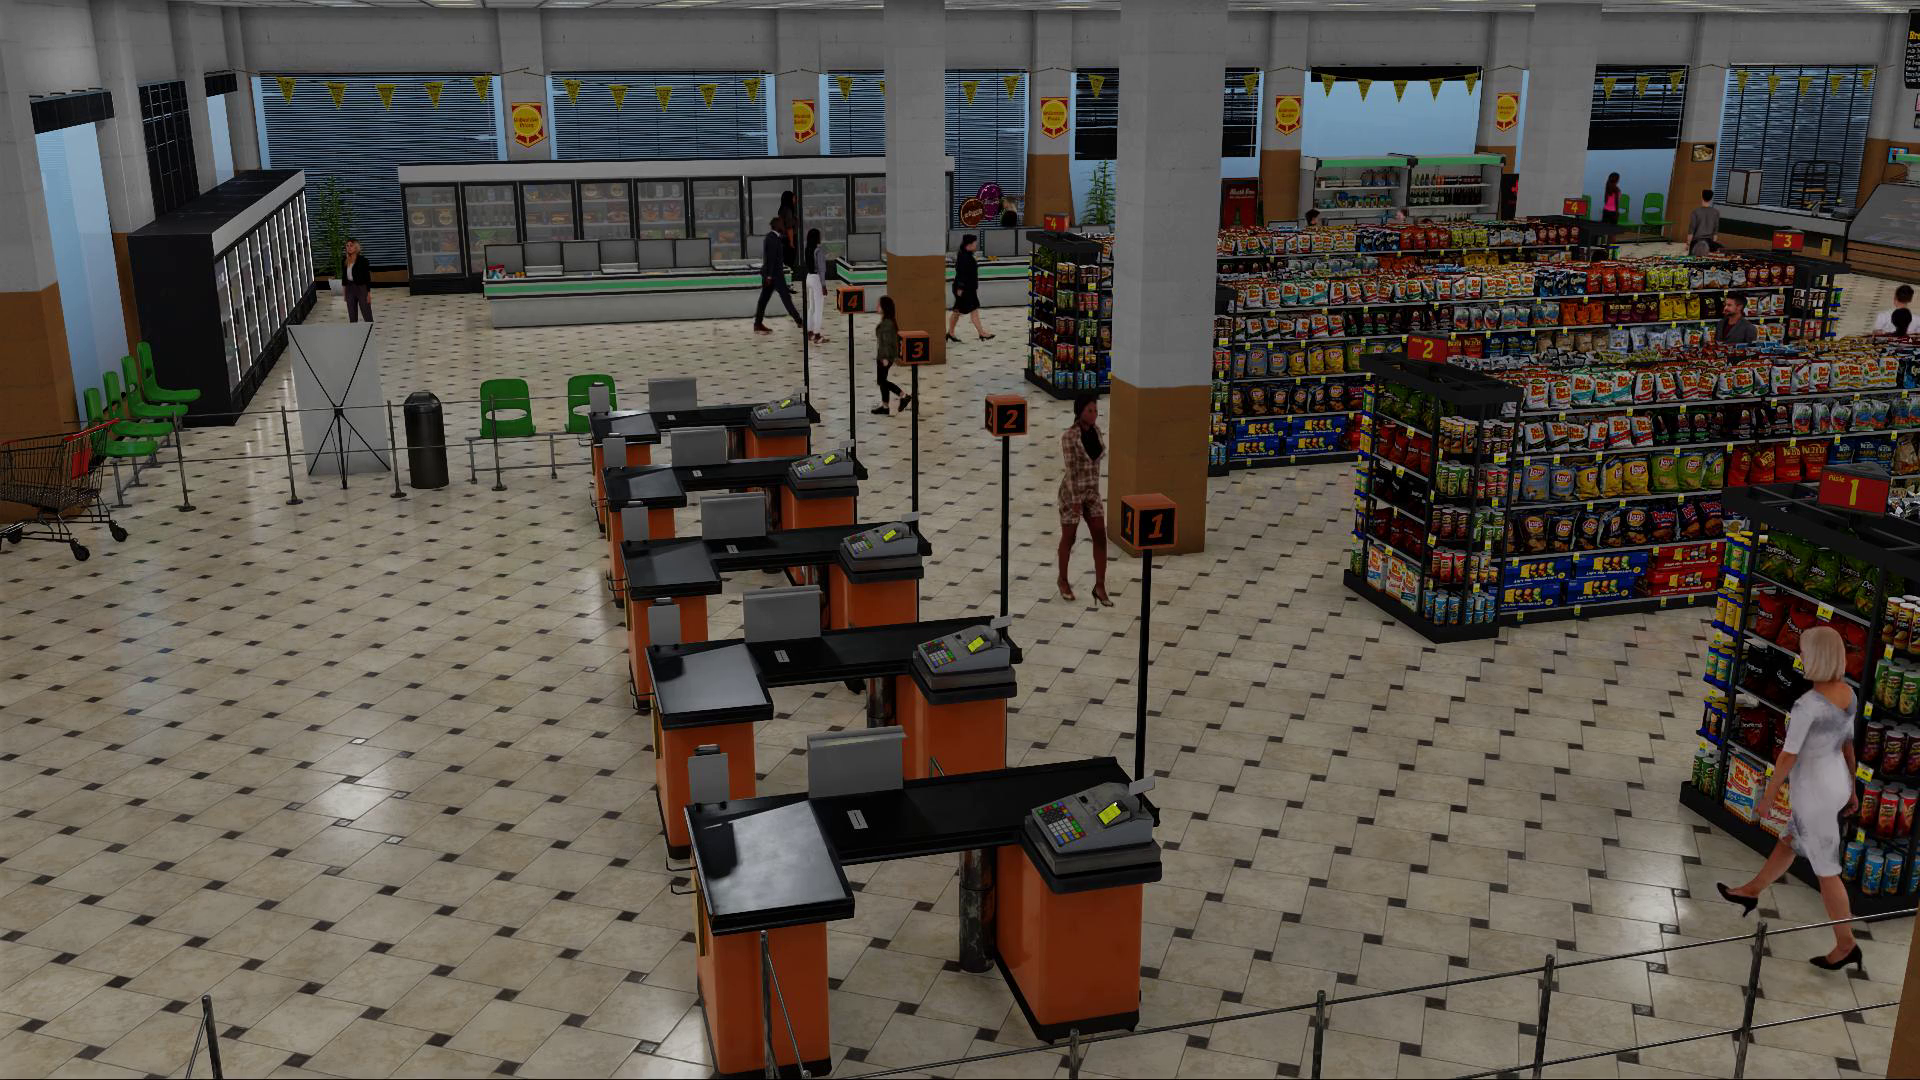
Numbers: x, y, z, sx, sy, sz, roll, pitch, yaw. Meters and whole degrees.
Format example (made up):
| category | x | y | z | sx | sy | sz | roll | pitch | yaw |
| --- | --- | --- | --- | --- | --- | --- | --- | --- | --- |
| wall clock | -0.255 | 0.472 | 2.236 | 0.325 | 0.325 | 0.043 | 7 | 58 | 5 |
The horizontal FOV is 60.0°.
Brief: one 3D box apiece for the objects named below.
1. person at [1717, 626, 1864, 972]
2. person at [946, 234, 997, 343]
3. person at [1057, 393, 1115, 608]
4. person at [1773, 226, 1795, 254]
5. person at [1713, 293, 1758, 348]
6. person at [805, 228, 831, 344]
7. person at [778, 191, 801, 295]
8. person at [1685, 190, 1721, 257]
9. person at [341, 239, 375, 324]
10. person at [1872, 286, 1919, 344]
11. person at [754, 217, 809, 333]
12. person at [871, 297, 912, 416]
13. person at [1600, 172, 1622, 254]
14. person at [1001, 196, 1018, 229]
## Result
| category | x | y | z | sx | sy | sz | roll | pitch | yaw |
| --- | --- | --- | --- | --- | --- | --- | --- | --- | --- |
| person | 4.339 | 1.327 | 8.278 | 1.109 | 1.691 | 0.948 | -12 | 21 | -34 |
| person | -0.017 | -3.774 | 25.167 | 1.137 | 1.639 | 0.952 | 2 | 17 | 8 |
| person | 0.918 | -0.333 | 13.615 | 0.870 | 1.768 | 0.802 | -11 | 20 | -31 |
| person | 12.311 | -3.821 | 25.039 | 0.644 | 1.804 | 0.707 | 1 | 17 | 3 |
| person | 8.384 | -1.771 | 18.172 | 0.630 | 1.872 | 0.723 | -7 | 18 | -22 |
| person | -2.210 | -3.897 | 25.433 | 0.582 | 1.721 | 0.640 | -9 | 19 | -27 |
| person | -3.143 | -5.417 | 30.235 | 0.626 | 1.838 | 0.664 | -7 | 18 | -21 |
| person | 13.245 | -5.287 | 29.693 | 0.641 | 1.904 | 0.811 | 1 | 17 | 3 |
| person | -8.902 | -3.618 | 24.597 | 0.581 | 1.672 | 0.721 | 2 | 17 | 6 |
| person | 10.494 | -1.905 | 18.718 | 1.171 | 1.810 | 0.902 | -2 | 17 | -7 |
| person | -3.011 | -4.119 | 26.058 | 1.162 | 1.781 | 0.689 | -4 | 17 | -12 |
| person | -0.848 | -2.242 | 20.424 | 0.758 | 1.464 | 0.644 | -2 | 17 | -6 |
| person | 13.948 | -7.034 | 35.749 | 0.655 | 1.728 | 0.595 | -6 | 18 | -19 |
| person | 1.006 | -5.511 | 30.832 | 0.714 | 1.671 | 0.666 | -2 | 17 | -7 |
